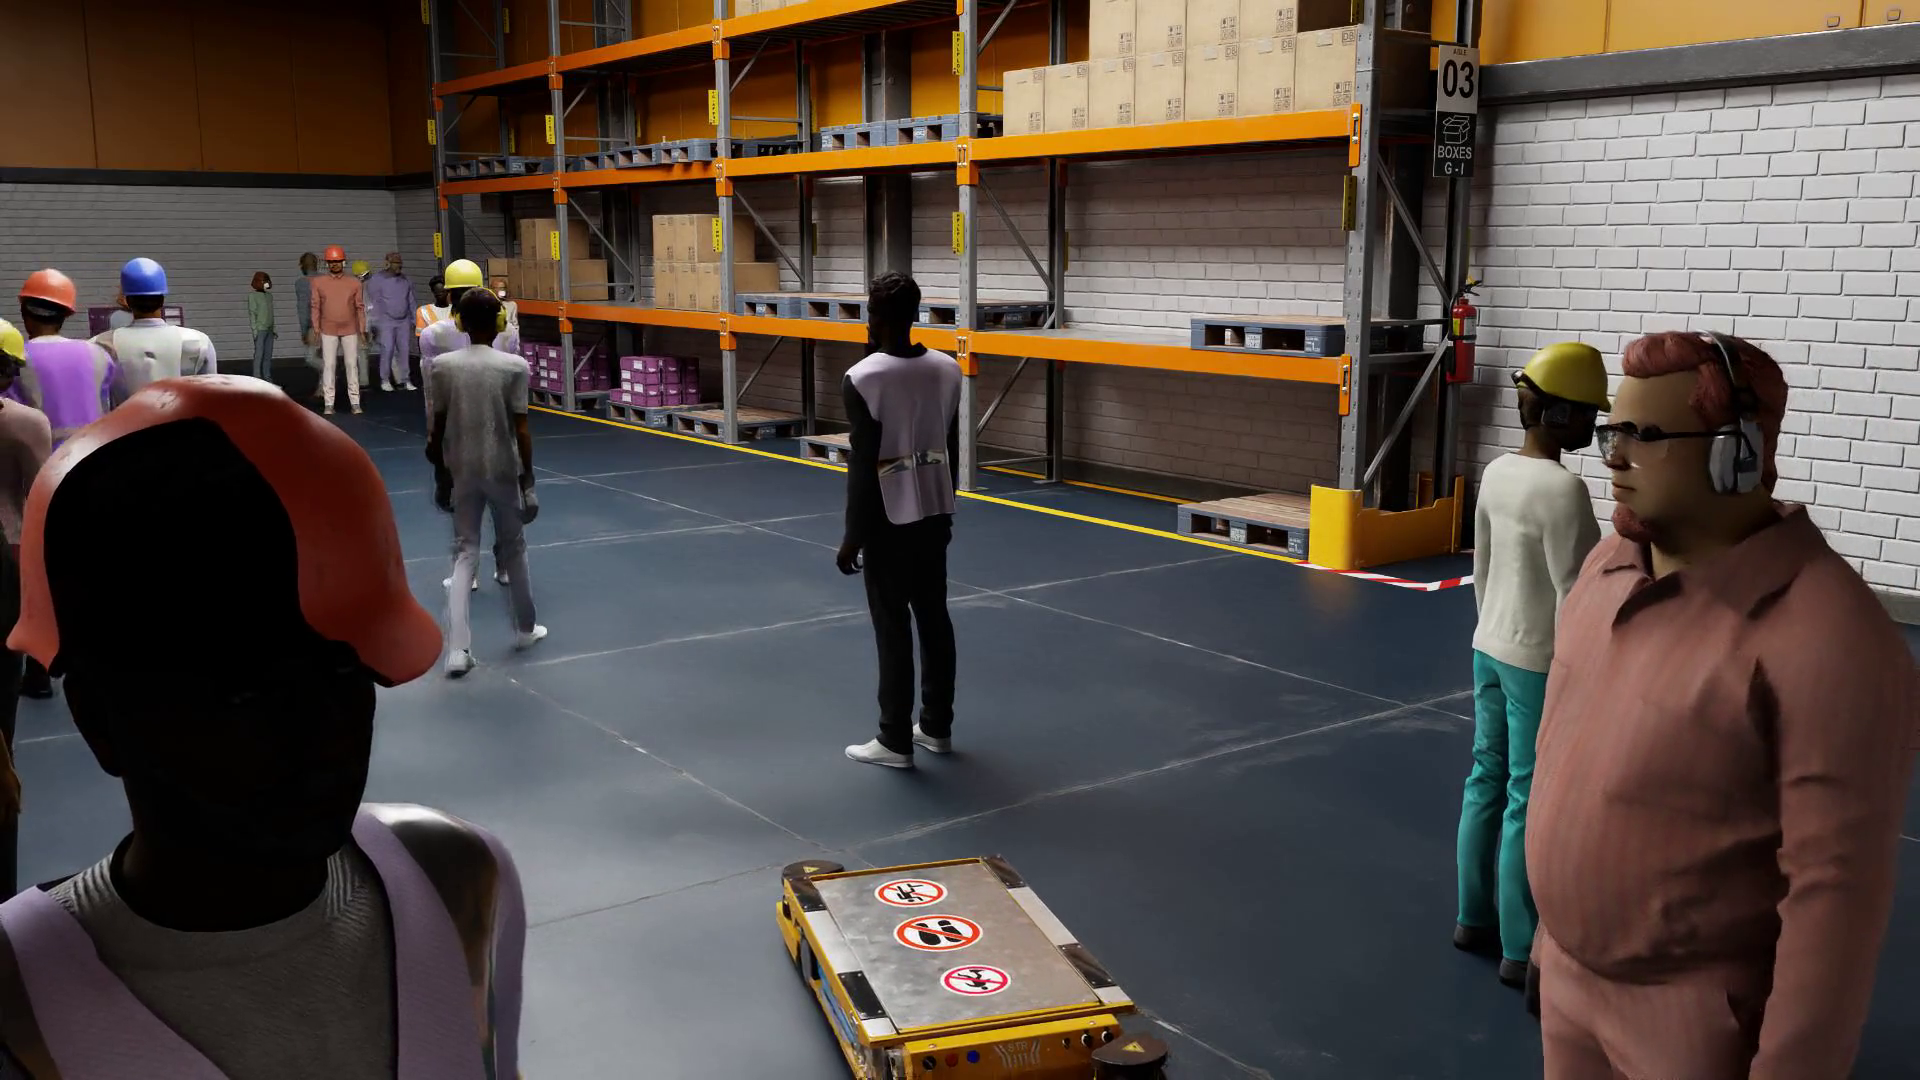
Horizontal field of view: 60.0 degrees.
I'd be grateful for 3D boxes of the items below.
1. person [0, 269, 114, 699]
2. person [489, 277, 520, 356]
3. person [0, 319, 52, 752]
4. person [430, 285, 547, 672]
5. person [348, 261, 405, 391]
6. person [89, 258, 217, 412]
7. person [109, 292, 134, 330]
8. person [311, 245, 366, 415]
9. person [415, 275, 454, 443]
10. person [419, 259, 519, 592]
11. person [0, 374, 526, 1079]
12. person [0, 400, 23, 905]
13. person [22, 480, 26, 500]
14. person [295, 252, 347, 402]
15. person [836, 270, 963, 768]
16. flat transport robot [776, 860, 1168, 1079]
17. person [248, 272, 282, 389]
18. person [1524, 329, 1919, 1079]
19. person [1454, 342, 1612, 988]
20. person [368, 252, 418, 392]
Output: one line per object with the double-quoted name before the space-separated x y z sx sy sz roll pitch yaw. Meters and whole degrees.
"person" -4.074 -0.260 7.503 0.420 1.911 0.564 7 12 35
"person" -5.421 -2.277 19.612 0.493 1.626 0.285 -10 14 -44
"person" -3.801 0.010 6.479 0.557 1.731 0.459 0 10 -2
"person" -2.286 -0.308 8.033 0.552 1.830 0.886 0 10 3
"person" -8.008 -2.924 22.824 0.681 1.790 0.637 4 11 22
"person" -3.959 -0.411 8.242 0.605 1.951 0.380 -5 11 -25
"person" -8.741 -1.873 17.418 0.707 1.602 0.534 3 11 18
"person" -7.352 -2.479 19.702 0.609 1.996 0.379 -4 11 -23
"person" -5.260 -1.840 16.957 0.536 1.697 0.322 -4 11 -19
"person" -2.848 -0.660 9.707 0.585 1.927 0.366 -8 13 -38
"person" -0.488 0.846 1.240 0.356 1.937 0.552 6 12 30
"person" -2.245 0.444 3.754 0.346 1.846 0.505 -10 14 -43
"person" -4.925 -0.372 8.190 0.646 1.900 0.403 -3 11 -17
"person" -8.076 -2.681 21.059 0.638 1.918 0.636 4 11 21
"person" -0.221 -0.074 6.444 0.393 1.920 0.587 9 14 42
"flat transport robot" -0.024 1.134 4.295 0.652 0.197 1.431 -3 11 -17
"person" -9.622 -2.885 22.989 0.264 1.632 0.507 2 10 11
"person" 1.017 0.650 2.431 0.402 1.905 0.652 -2 10 -11
"person" 1.589 0.342 4.570 0.328 1.760 0.524 -2 10 -9
"person" -7.746 -2.988 22.839 0.436 1.897 0.679 9 13 40
